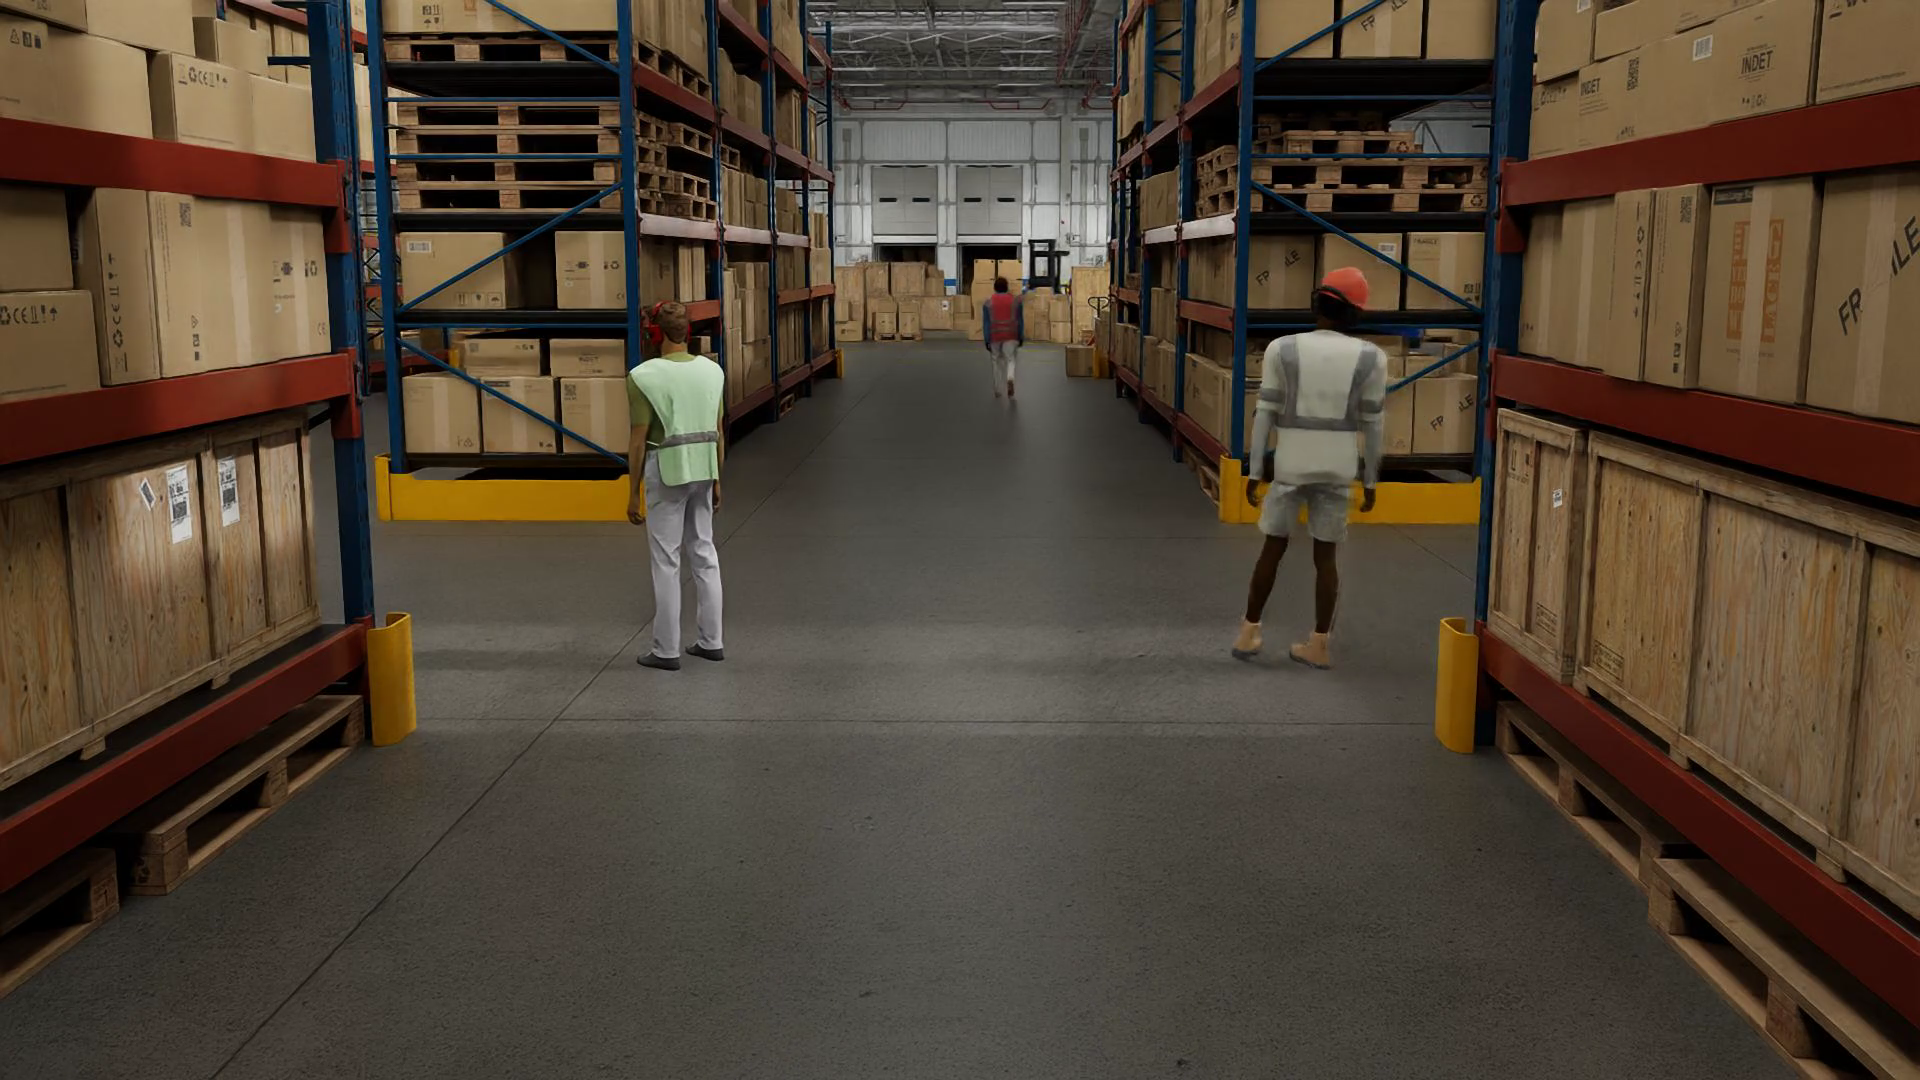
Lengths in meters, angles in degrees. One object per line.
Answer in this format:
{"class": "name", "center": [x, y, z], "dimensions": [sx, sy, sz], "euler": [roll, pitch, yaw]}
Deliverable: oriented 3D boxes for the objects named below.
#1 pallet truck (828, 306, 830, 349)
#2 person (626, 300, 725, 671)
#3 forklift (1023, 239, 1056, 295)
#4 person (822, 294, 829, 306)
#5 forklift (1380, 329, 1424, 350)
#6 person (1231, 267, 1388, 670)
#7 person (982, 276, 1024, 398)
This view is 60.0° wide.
{"class": "pallet truck", "center": [-3.100, -3.940, 29.800], "dimensions": [1.885, 1.965, 0.823], "euler": [3, 10, 19]}
{"class": "person", "center": [-1.393, -0.268, 8.294], "dimensions": [0.381, 1.836, 0.564], "euler": [9, 13, 42]}
{"class": "forklift", "center": [2.839, -9.070, 57.888], "dimensions": [1.129, 2.768, 1.873], "euler": [6, 11, 33]}
{"class": "person", "center": [-2.924, -4.839, 35.193], "dimensions": [0.609, 1.995, 0.378], "euler": [-9, 13, -44]}
{"class": "forklift", "center": [9.741, -5.814, 38.389], "dimensions": [1.873, 2.768, 1.129], "euler": [4, 10, 21]}
{"class": "person", "center": [1.751, -0.351, 8.301], "dimensions": [0.694, 2.019, 0.467], "euler": [1, 10, 9]}
{"class": "person", "center": [0.638, -3.008, 24.727], "dimensions": [0.633, 1.827, 0.583], "euler": [0, 9, 3]}
